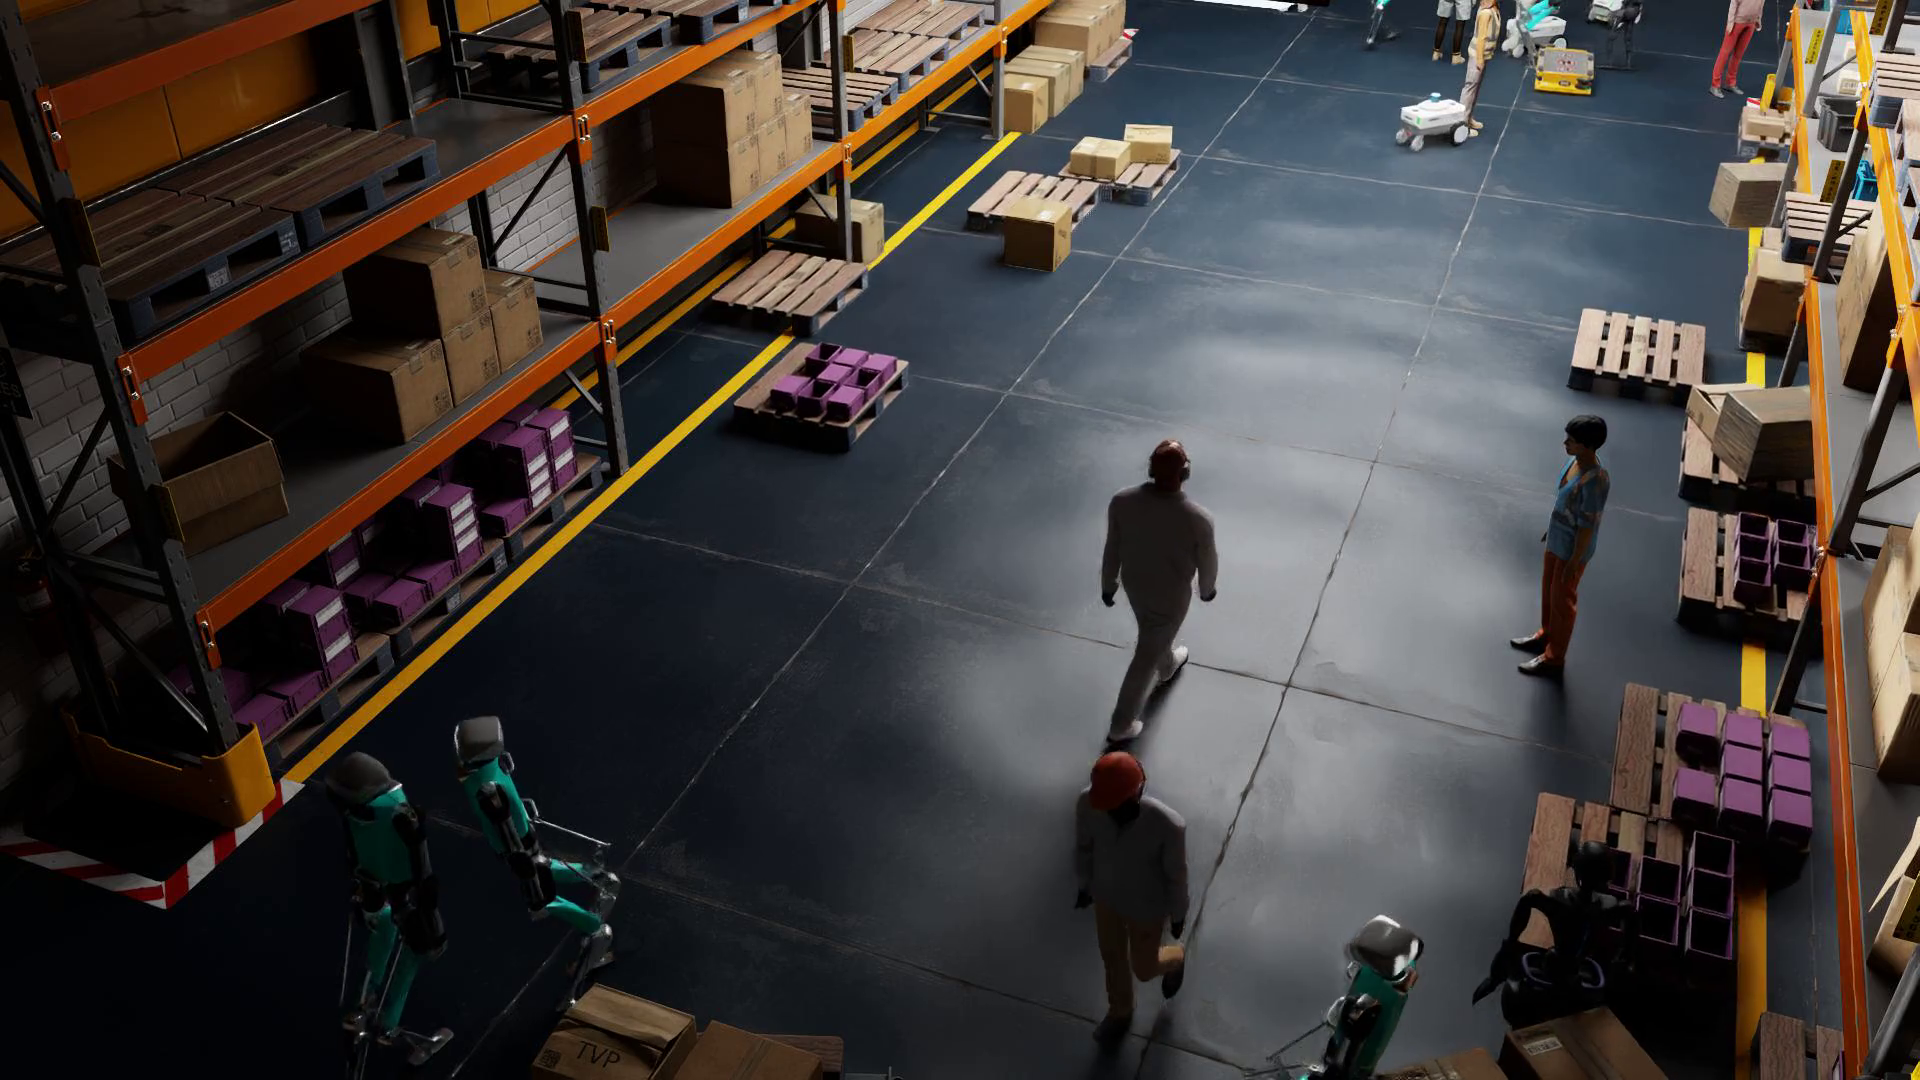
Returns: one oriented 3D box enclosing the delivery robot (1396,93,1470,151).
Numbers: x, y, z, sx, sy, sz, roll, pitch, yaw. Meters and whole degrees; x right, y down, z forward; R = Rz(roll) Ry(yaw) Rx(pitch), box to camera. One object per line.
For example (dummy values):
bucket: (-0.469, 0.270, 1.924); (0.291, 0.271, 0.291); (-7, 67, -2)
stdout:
delivery robot: (5.293, -4.683, 18.586); (0.794, 0.606, 0.499); (-15, 36, -22)

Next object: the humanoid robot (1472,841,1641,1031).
humanoid robot: (2.585, 1.936, 7.303); (0.616, 1.651, 0.486); (3, 33, 5)

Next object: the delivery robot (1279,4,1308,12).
delivery robot: (4.663, -7.742, 23.302); (0.512, 0.586, 0.758); (-2, 33, -3)

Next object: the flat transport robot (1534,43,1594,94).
flat transport robot: (7.494, -5.836, 20.624); (0.659, 0.231, 1.431); (10, 34, 15)

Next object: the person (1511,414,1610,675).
person: (3.705, 0.026, 10.181); (0.335, 1.759, 0.495); (1, 33, 2)

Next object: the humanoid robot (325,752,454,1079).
humanoid robot: (-2.691, 1.873, 7.420); (0.560, 1.863, 0.808); (18, 37, 26)

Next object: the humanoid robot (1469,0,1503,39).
humanoid robot: (6.980, -7.276, 21.561); (0.602, 1.645, 0.393); (15, 36, 22)

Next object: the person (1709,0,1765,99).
person: (9.310, -6.155, 19.737); (0.523, 1.769, 0.312); (-14, 35, -20)

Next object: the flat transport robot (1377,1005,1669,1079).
flat transport robot: (2.350, 2.962, 7.008); (0.659, 0.231, 1.431); (-10, 34, -15)

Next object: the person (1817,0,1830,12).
person: (10.940, -6.706, 20.528); (0.660, 1.845, 0.376); (12, 35, 18)

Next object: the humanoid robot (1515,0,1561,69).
humanoid robot: (7.262, -6.760, 20.720); (0.793, 1.795, 0.530); (9, 34, 13)

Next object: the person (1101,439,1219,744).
person: (1.165, 0.273, 9.716); (0.642, 1.845, 1.049); (22, 39, 30)

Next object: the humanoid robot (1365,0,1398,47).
humanoid robot: (5.505, -7.174, 21.392); (1.013, 1.762, 0.559); (-26, 41, -34)

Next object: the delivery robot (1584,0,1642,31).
delivery robot: (8.902, -7.257, 22.539); (0.747, 0.572, 0.499); (-20, 38, -27)

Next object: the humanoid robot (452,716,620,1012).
humanoid robot: (-1.891, 1.521, 7.915); (0.799, 1.789, 0.531); (-15, 36, -22)

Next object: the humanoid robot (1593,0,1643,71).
humanoid robot: (8.273, -6.649, 20.590); (0.542, 1.640, 0.593); (17, 37, 25)

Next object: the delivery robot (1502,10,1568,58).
delivery robot: (7.420, -6.546, 21.447); (0.774, 0.581, 0.499); (-8, 34, -12)

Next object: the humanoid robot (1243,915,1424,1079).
humanoid robot: (1.412, 2.167, 6.928); (0.809, 1.822, 0.542); (21, 38, 29)

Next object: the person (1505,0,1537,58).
person: (7.315, -7.159, 21.201); (0.563, 1.855, 0.938); (27, 42, 35)

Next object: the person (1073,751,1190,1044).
person: (0.803, 1.621, 7.744); (0.587, 1.716, 0.563); (21, 38, 29)

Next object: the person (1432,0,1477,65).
person: (6.248, -6.835, 20.861); (0.534, 1.693, 0.320); (25, 40, 33)

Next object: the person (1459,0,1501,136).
person: (5.861, -5.424, 18.606); (0.345, 1.770, 0.460); (15, 36, 22)
